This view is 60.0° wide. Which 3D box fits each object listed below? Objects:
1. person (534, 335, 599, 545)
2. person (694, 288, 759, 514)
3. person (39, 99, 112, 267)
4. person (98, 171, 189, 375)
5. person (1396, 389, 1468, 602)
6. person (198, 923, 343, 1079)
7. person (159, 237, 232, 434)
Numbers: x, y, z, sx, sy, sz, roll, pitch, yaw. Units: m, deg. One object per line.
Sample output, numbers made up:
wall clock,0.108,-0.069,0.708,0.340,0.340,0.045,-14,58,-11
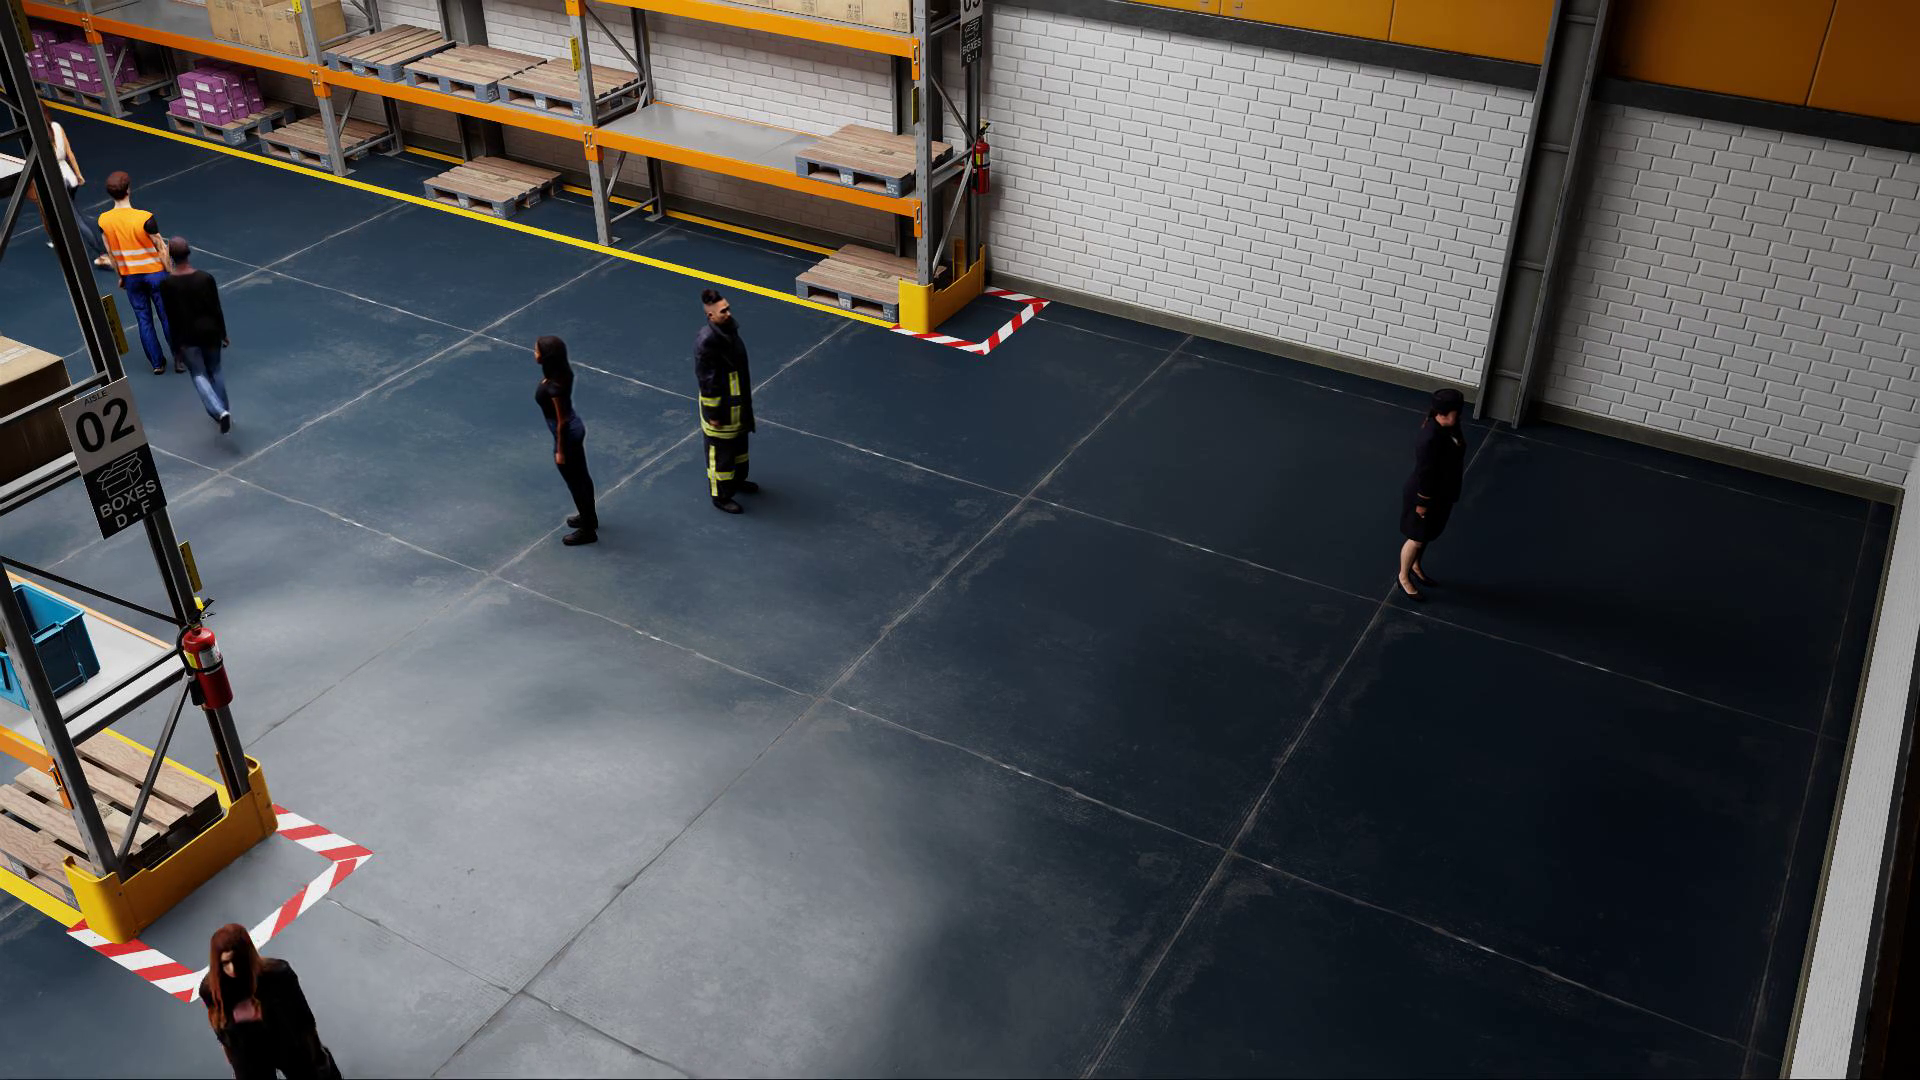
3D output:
person,-2.980,-0.768,12.642,0.684,1.738,0.656,-1,34,-1
person,-1.852,-1.136,13.084,0.761,1.861,0.815,10,35,15
person,-9.053,-3.570,16.860,1.153,1.735,0.693,14,36,20
person,-7.329,-2.385,14.940,0.764,1.888,0.844,-4,34,-6
person,3.414,-0.342,12.063,0.643,1.671,0.720,22,39,29
person,-3.266,2.378,7.949,1.032,1.694,1.060,-6,34,-9
person,-6.408,-1.687,14.028,0.859,1.735,1.037,-23,40,-30
